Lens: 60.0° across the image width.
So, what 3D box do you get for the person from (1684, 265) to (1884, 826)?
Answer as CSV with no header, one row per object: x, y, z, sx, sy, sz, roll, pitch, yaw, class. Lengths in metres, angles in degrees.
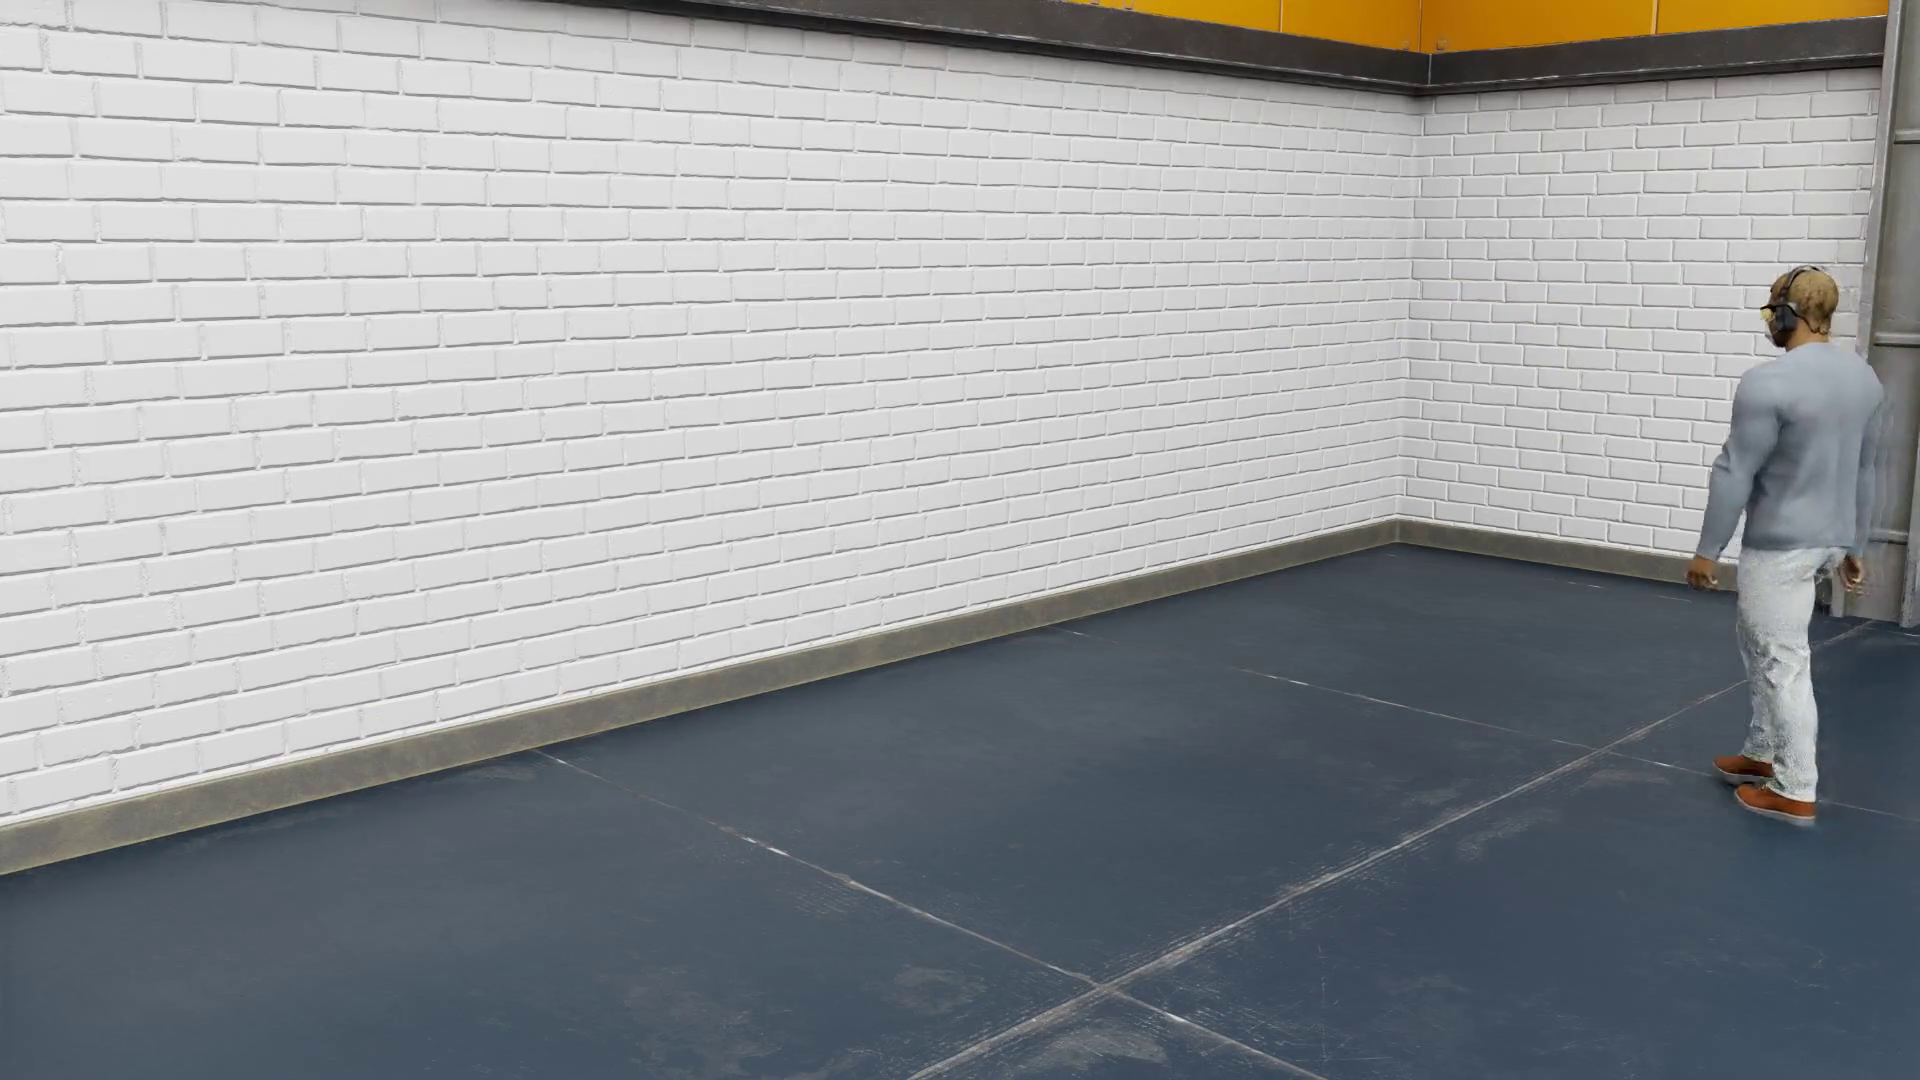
2.815,0.013,5.825,0.631,1.919,0.672,-6,12,-31,person
